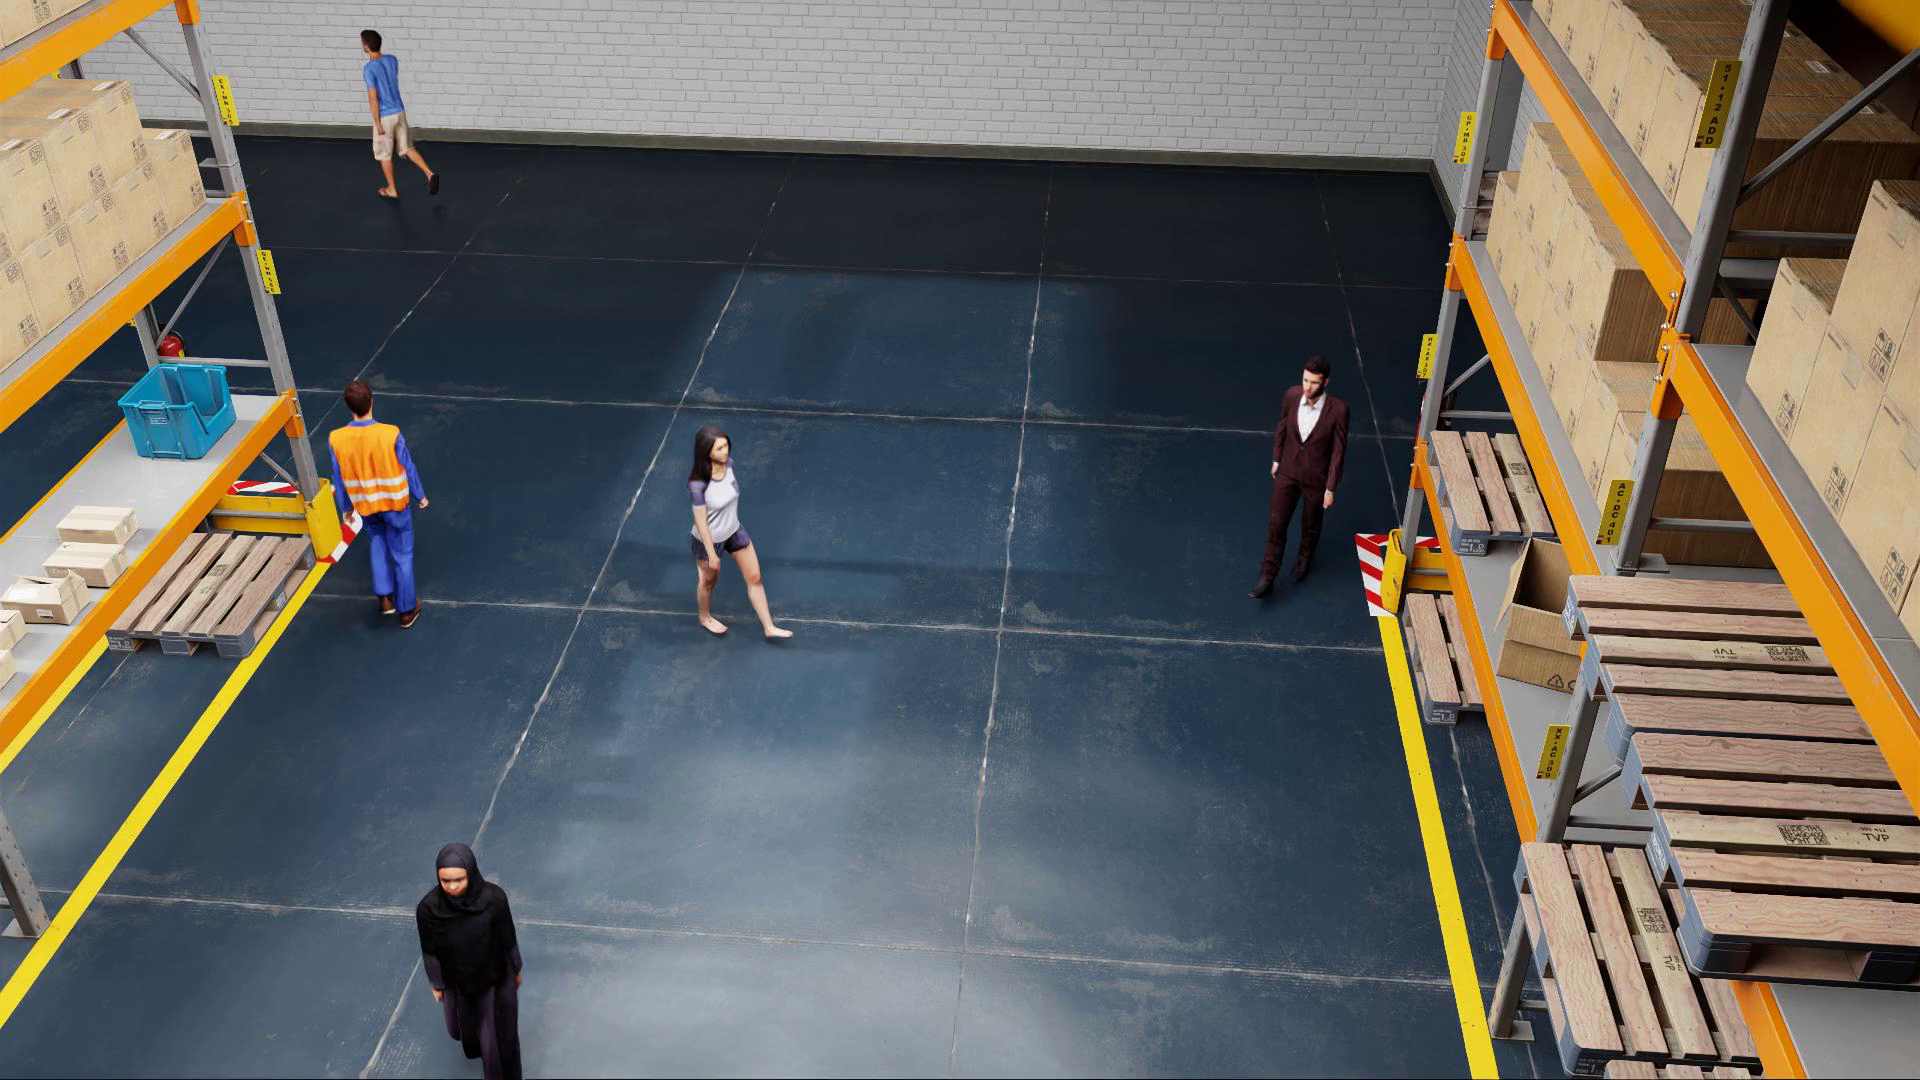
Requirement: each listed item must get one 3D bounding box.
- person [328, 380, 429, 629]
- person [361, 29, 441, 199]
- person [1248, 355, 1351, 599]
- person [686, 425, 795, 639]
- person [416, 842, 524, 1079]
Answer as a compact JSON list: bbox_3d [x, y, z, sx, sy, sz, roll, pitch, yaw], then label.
[{"bbox_3d":[-3.942,-0.180,11.305,0.729,1.850,0.696,0,34,0],"label":"person"},{"bbox_3d":[-6.061,-4.542,17.870,0.984,1.847,1.073,18,37,25],"label":"person"},{"bbox_3d":[2.484,-0.502,11.801,1.002,1.836,1.187,18,38,25],"label":"person"},{"bbox_3d":[-1.698,-0.053,11.269,0.951,1.677,1.010,19,38,26],"label":"person"},{"bbox_3d":[-2.355,2.074,8.141,0.752,1.597,1.051,-5,34,-8],"label":"person"}]
